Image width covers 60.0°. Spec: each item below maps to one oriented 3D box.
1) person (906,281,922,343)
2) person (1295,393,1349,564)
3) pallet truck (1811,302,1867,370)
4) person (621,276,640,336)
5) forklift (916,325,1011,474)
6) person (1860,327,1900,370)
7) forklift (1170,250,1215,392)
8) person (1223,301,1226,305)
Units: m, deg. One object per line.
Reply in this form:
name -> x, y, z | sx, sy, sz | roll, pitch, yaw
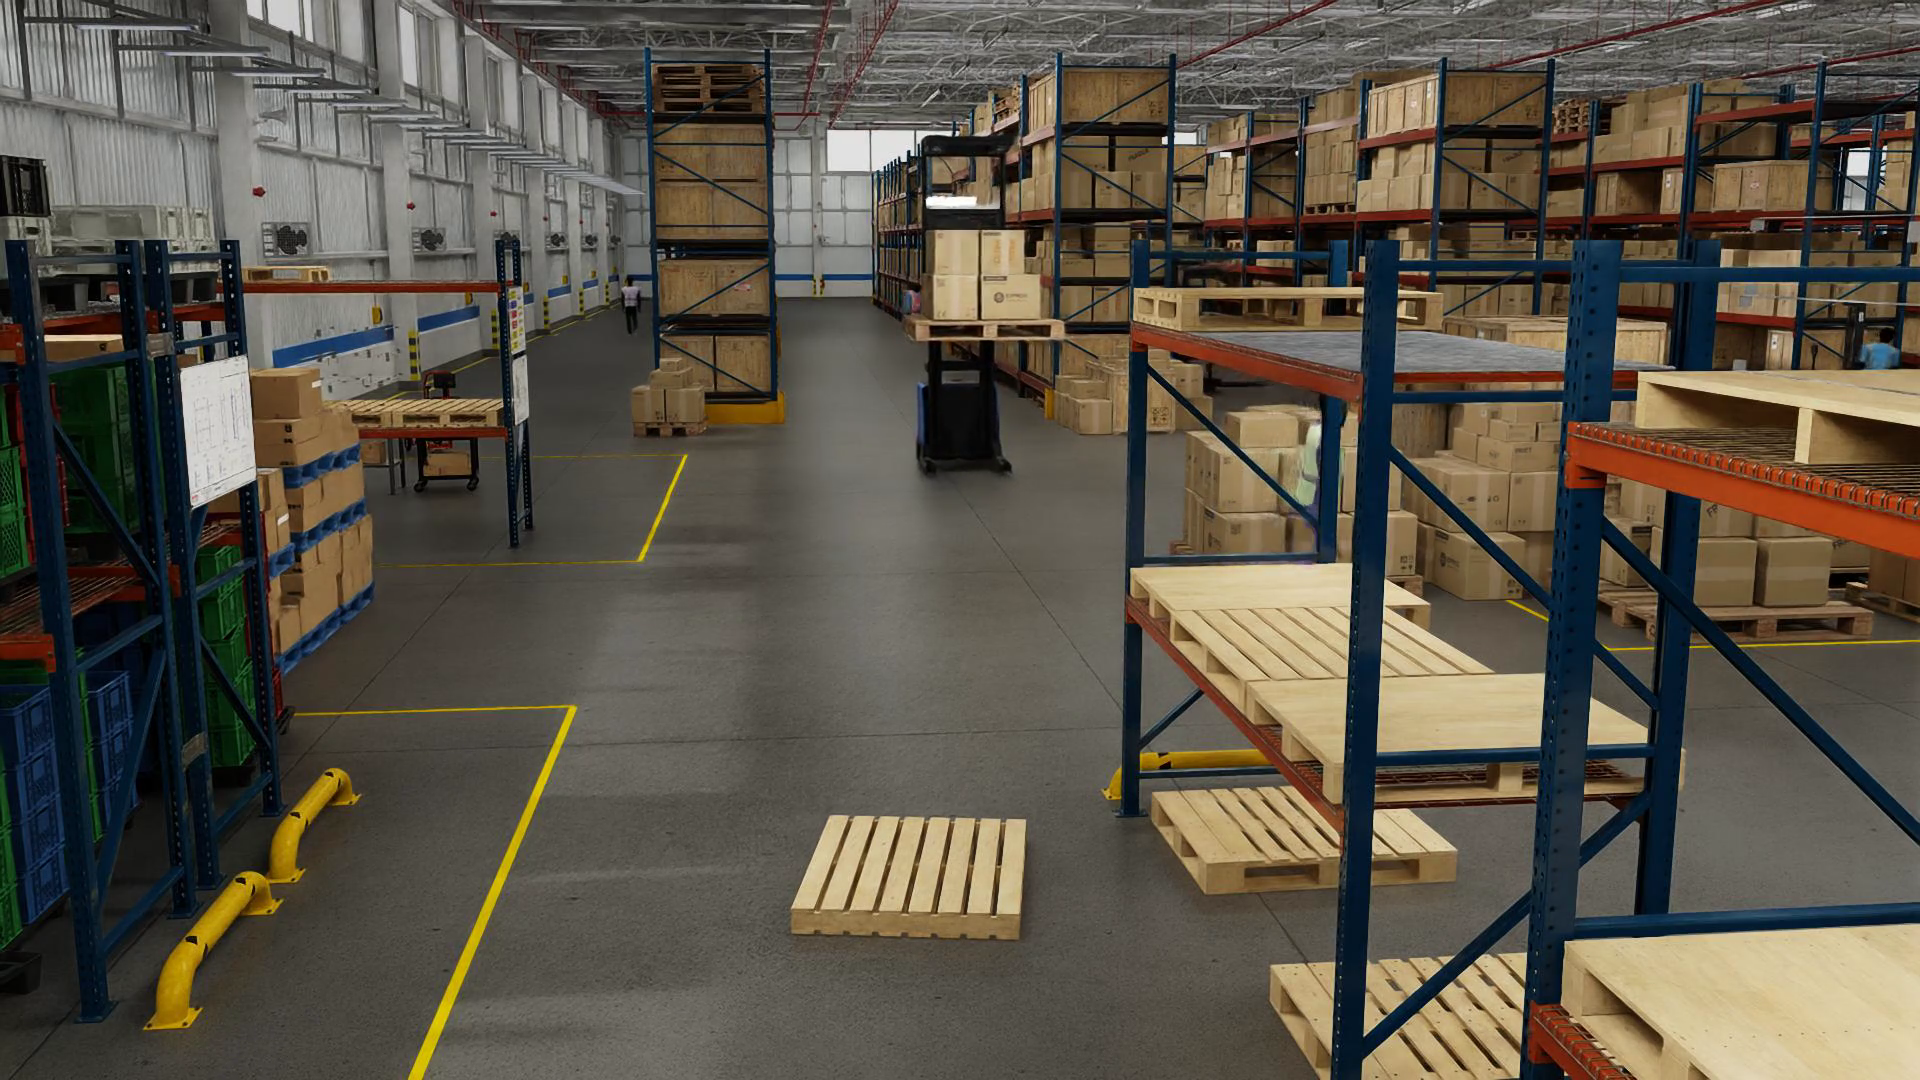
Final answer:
person -> -1.323, -6.702, 49.019 | 0.672, 1.821, 0.445 | -9, 14, -41
person -> 2.813, -0.285, 13.256 | 0.651, 1.900, 0.587 | 1, 10, 4
pallet truck -> 15.846, -3.142, 28.793 | 1.885, 1.965, 0.823 | 2, 10, 12
person -> -10.431, -7.410, 52.717 | 0.595, 1.902, 0.668 | -3, 11, -16
forklift -> 0.006, -2.381, 22.128 | 1.129, 2.768, 1.873 | -1, 10, -6
person -> 14.542, -2.544, 26.420 | 0.661, 1.659, 0.450 | 5, 12, 28
forklift -> 4.157, -4.404, 33.333 | 1.873, 2.768, 1.129 | 1, 10, 5
person -> 8.140, -6.877, 50.214 | 0.622, 1.724, 0.558 | -9, 13, -39
